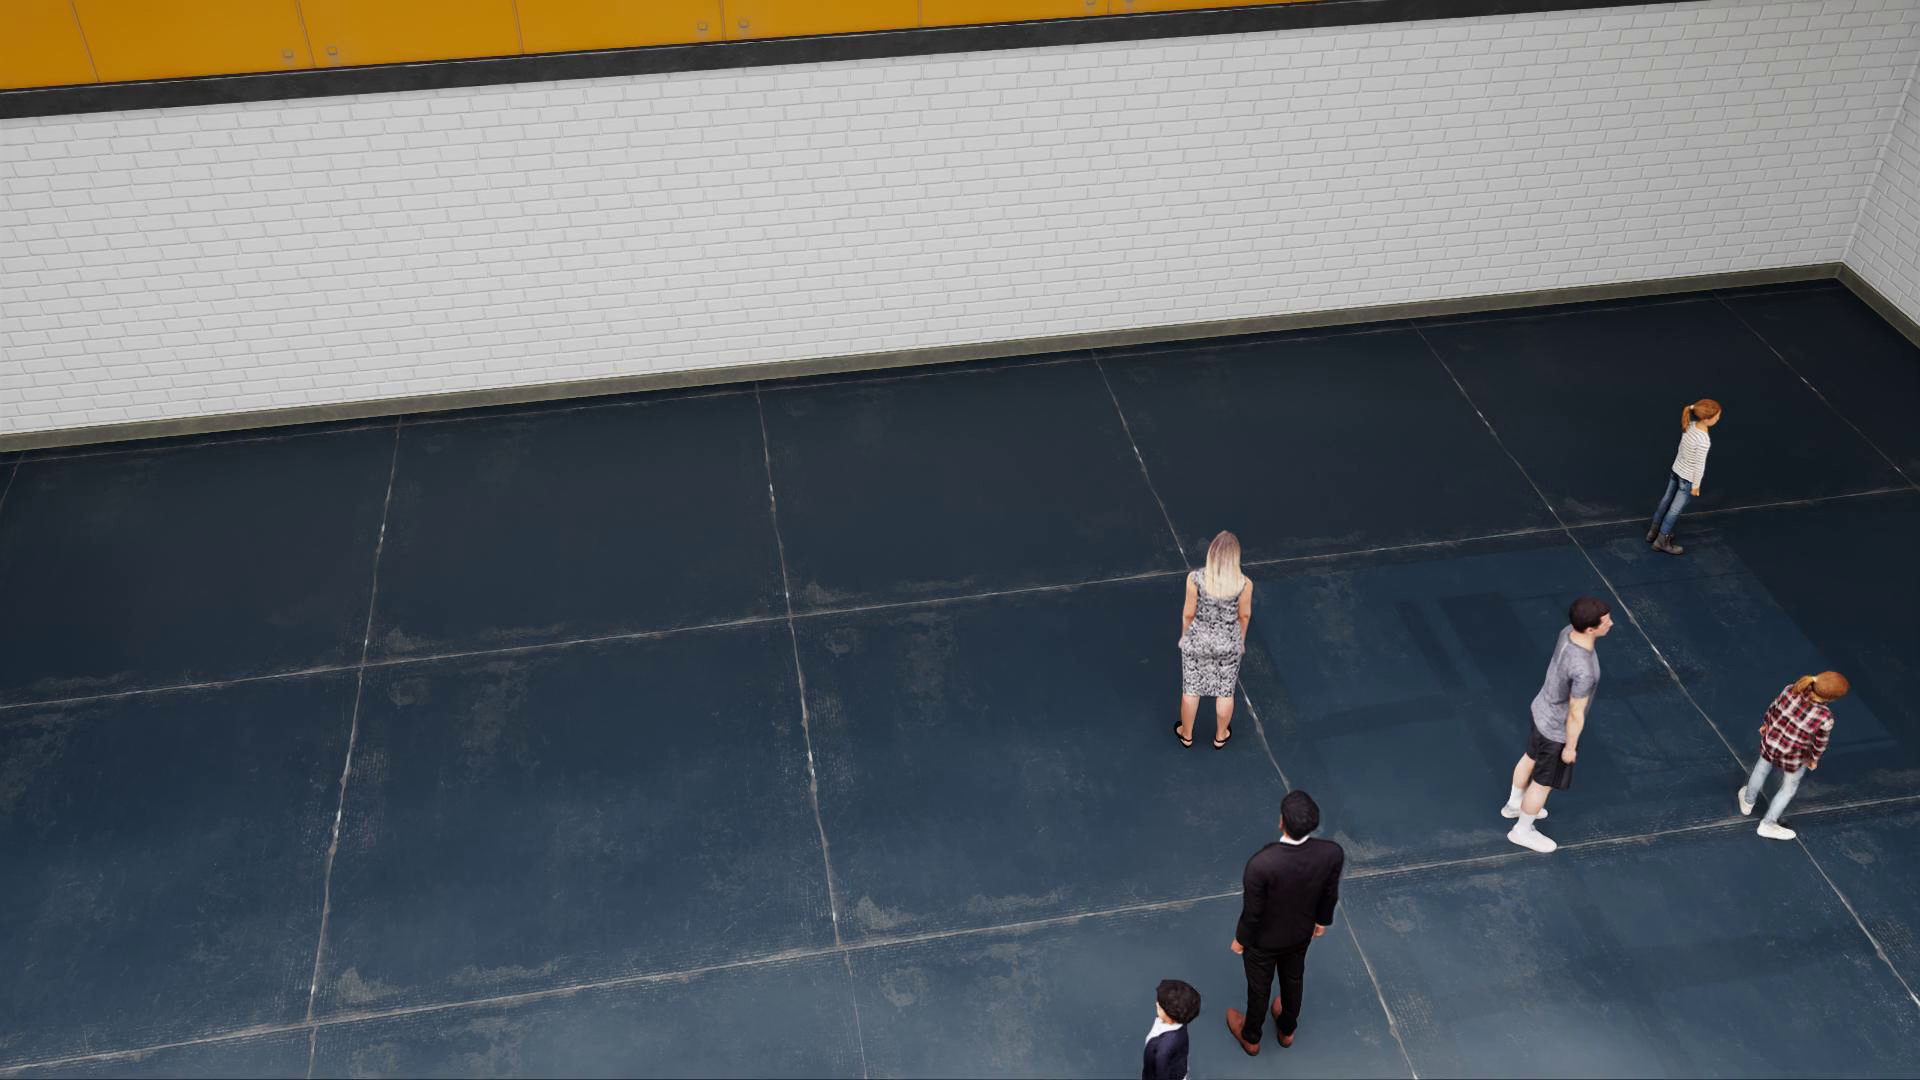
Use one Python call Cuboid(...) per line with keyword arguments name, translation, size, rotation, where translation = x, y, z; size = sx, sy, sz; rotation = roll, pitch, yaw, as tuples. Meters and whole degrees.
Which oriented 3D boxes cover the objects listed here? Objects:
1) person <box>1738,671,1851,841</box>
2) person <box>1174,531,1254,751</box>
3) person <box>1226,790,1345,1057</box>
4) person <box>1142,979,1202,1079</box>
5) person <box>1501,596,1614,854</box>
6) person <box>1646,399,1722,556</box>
Cuboid(name="person", translation=(5.033, 1.236, 10.157), size=(0.582, 1.289, 0.729), rotation=(29, 47, 31))
Cuboid(name="person", translation=(1.596, 0.659, 10.548), size=(0.630, 1.703, 0.595), rotation=(5, 39, 7))
Cuboid(name="person", translation=(1.675, 2.021, 8.699), size=(0.719, 1.881, 0.572), rotation=(-10, 40, -12))
Cuboid(name="person", translation=(1.096, 2.666, 8.430), size=(0.842, 1.208, 0.844), rotation=(17, 42, 20))
Cuboid(name="person", translation=(3.550, 1.065, 9.904), size=(0.775, 1.871, 0.600), rotation=(4, 39, 6))
Cuboid(name="person", translation=(5.353, -0.484, 12.288), size=(0.561, 1.316, 0.448), rotation=(-2, 39, -2))
